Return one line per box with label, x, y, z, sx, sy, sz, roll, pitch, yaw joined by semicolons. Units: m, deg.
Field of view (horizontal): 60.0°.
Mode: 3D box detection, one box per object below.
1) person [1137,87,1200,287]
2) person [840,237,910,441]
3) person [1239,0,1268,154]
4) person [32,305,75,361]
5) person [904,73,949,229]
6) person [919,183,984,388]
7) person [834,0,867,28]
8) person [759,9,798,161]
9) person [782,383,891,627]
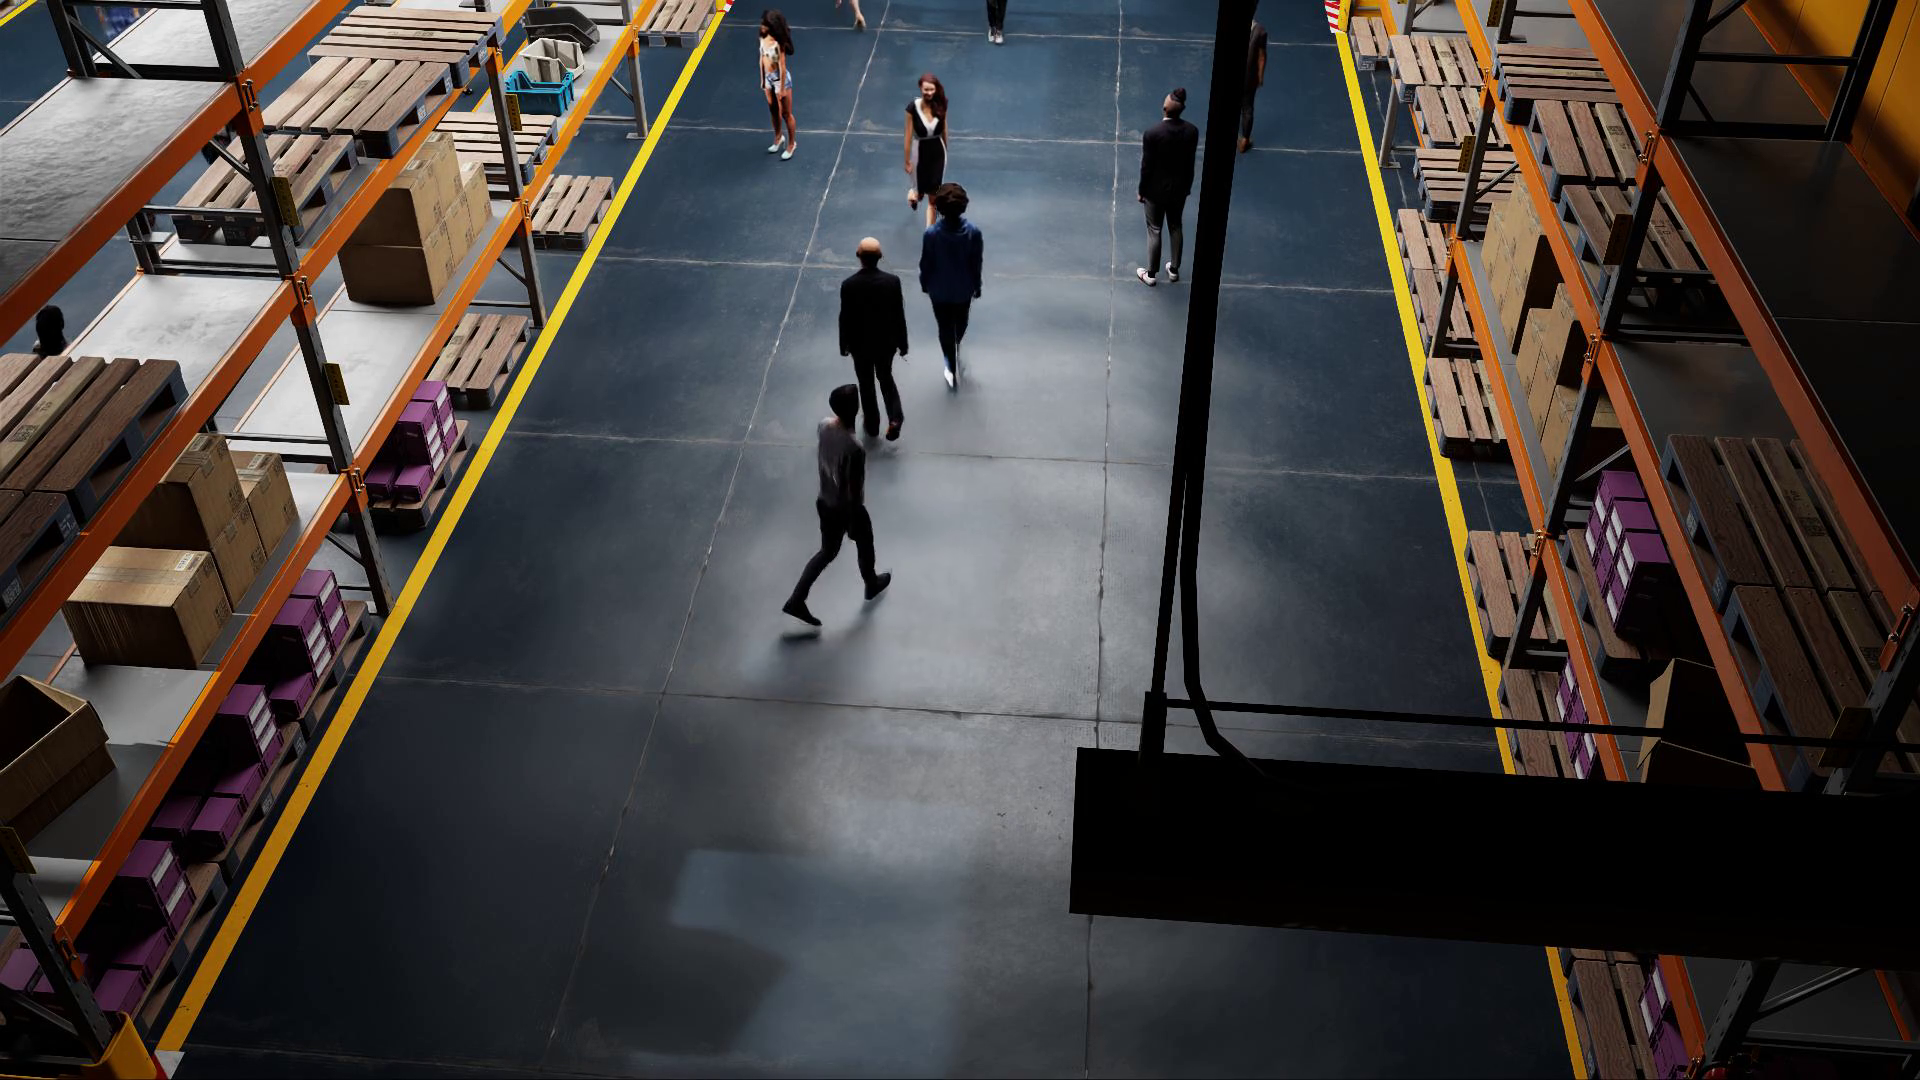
person;1.916;-3.274;15.362;0.785;1.950;0.747;-11;40;-14
person;-0.682;-1.536;13.320;0.865;1.782;0.986;-8;39;-10
person;2.990;-4.958;17.662;0.646;1.712;0.564;7;39;9
person;-6.808;-1.031;12.805;0.610;1.637;0.798;0;39;-1
person;-0.341;-3.657;15.981;0.854;1.778;1.070;-11;40;-14
person;-0.056;-2.106;14.037;0.871;1.780;1.115;-7;39;-8
person;-1.369;-7.155;20.404;0.965;1.722;1.253;-14;41;-17
person;-1.922;-4.822;17.564;0.730;1.621;0.674;-30;47;-32
person;-0.899;-0.182;11.599;1.247;1.814;1.171;-24;44;-27
